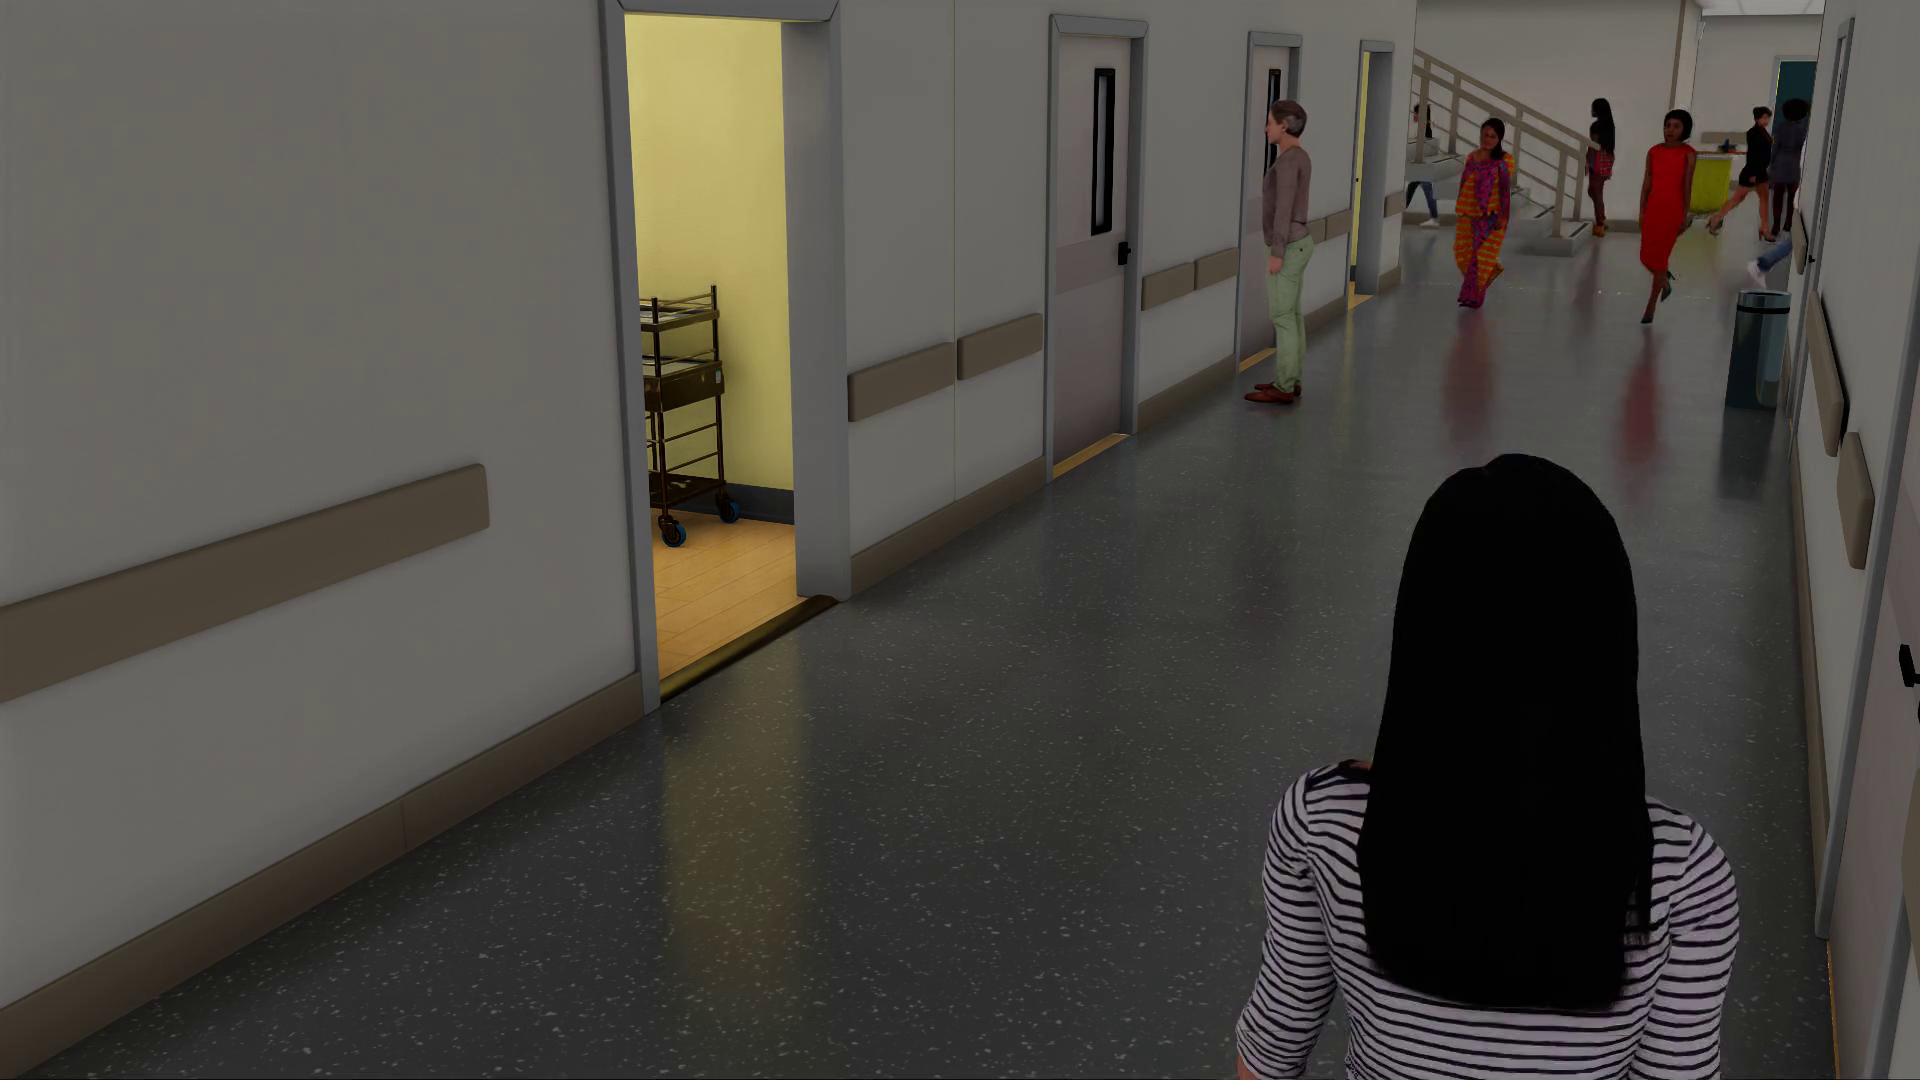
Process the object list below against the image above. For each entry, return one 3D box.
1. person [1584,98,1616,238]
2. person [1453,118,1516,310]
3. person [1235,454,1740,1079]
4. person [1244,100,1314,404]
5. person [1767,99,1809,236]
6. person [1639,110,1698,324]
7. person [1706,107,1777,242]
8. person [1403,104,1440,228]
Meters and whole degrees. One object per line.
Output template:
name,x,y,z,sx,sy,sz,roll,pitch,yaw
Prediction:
person,8.184,-4.699,21.044,0.676,1.708,0.676,14,21,40
person,4.671,-2.885,14.708,0.909,1.655,0.922,-12,19,-35
person,0.447,0.793,1.552,0.786,1.715,0.712,6,17,21
person,2.071,-1.819,10.532,0.621,1.869,0.693,5,17,17
person,10.591,-4.764,21.291,0.549,1.700,0.668,6,17,19
person,5.897,-2.677,13.840,0.865,1.725,0.784,14,21,41
person,9.599,-4.440,20.323,1.097,1.601,0.818,15,22,42
person,6.256,-4.973,22.196,1.032,1.610,0.678,5,16,16
